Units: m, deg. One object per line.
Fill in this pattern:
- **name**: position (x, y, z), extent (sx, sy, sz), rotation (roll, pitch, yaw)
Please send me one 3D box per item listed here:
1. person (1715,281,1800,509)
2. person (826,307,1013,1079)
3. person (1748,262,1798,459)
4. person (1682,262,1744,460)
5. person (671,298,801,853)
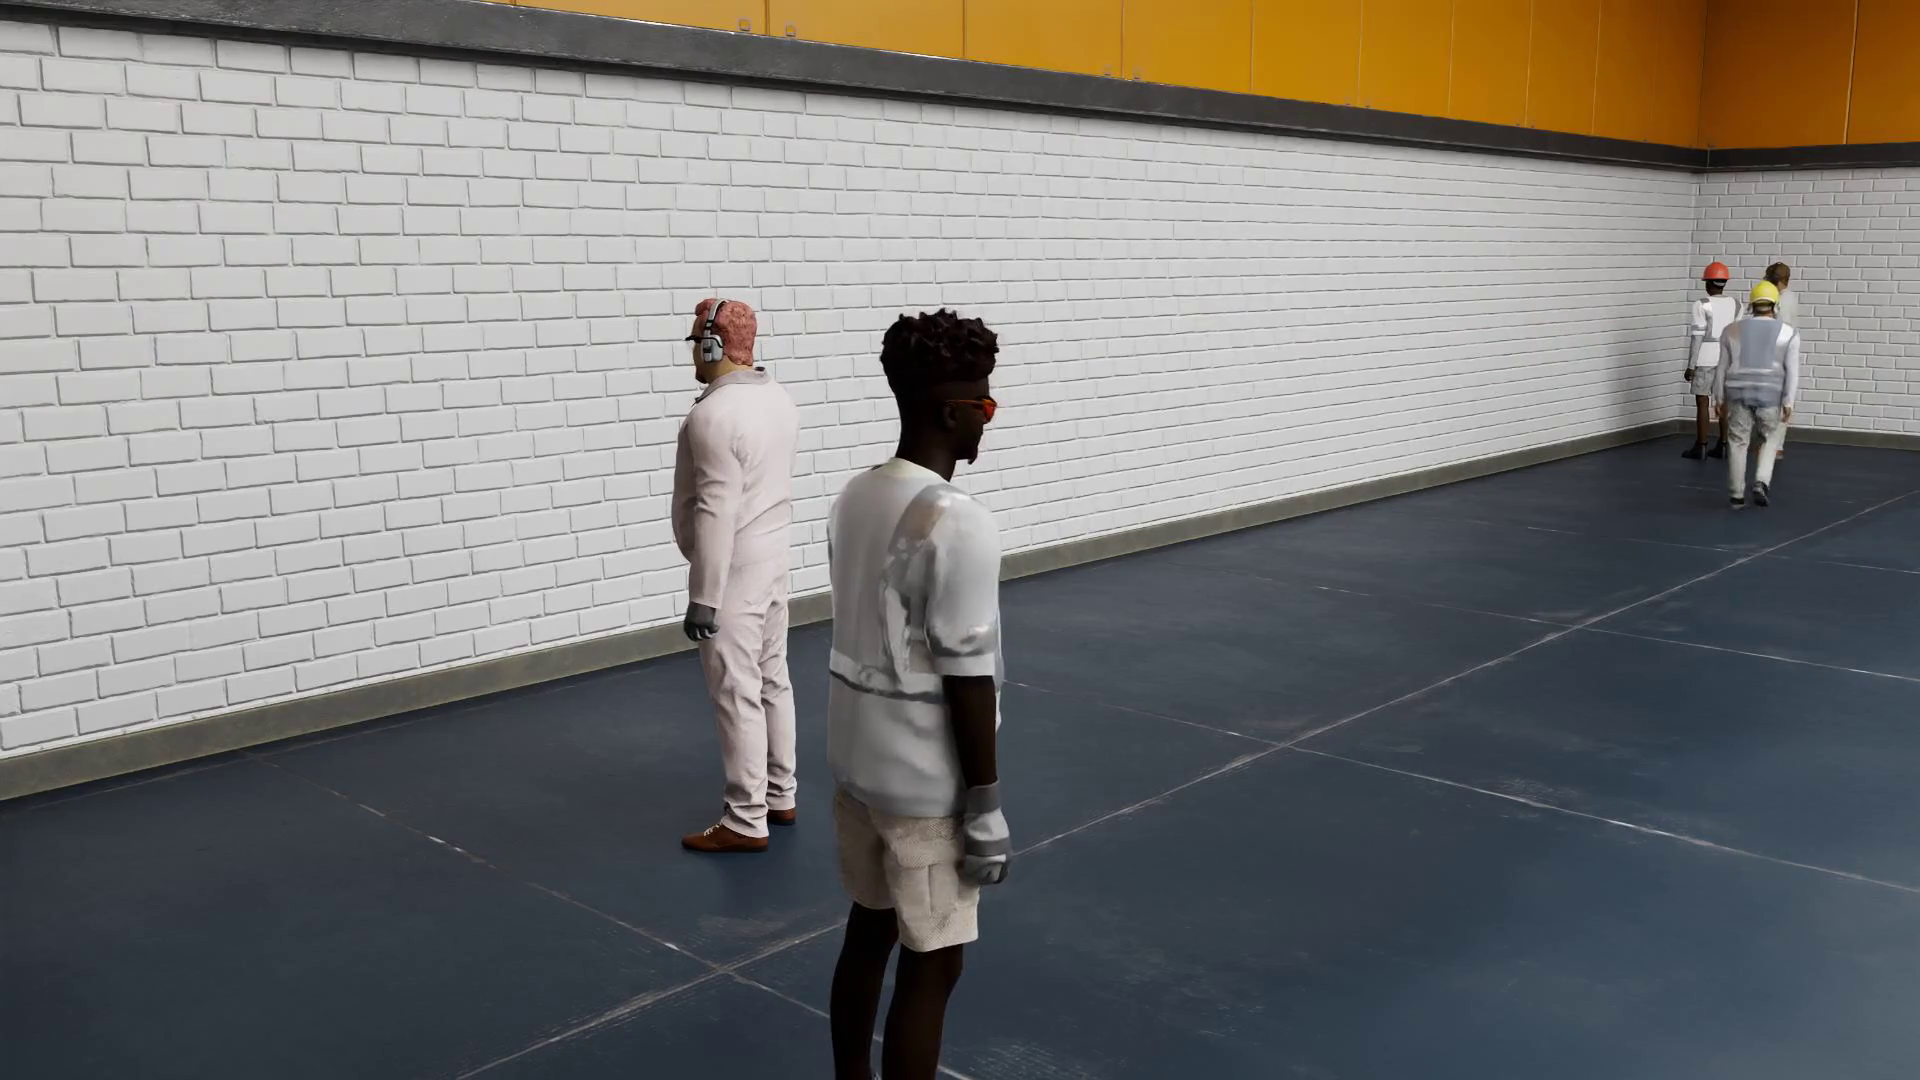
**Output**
- **person**: position (6.318, -1.139, 13.217), extent (0.599, 1.818, 0.417), rotation (6, 11, 30)
- **person**: position (-0.088, 0.486, 3.577), extent (0.387, 1.958, 0.602), rotation (-5, 11, -25)
- **person**: position (8.038, -1.759, 16.394), extent (0.375, 1.936, 0.628), rotation (5, 11, 28)
- **person**: position (7.391, -1.758, 16.385), extent (0.549, 1.936, 0.376), rotation (-2, 10, -12)
- **person**: position (-0.792, 0.124, 5.758), extent (0.402, 1.906, 0.651), rotation (3, 10, 16)
